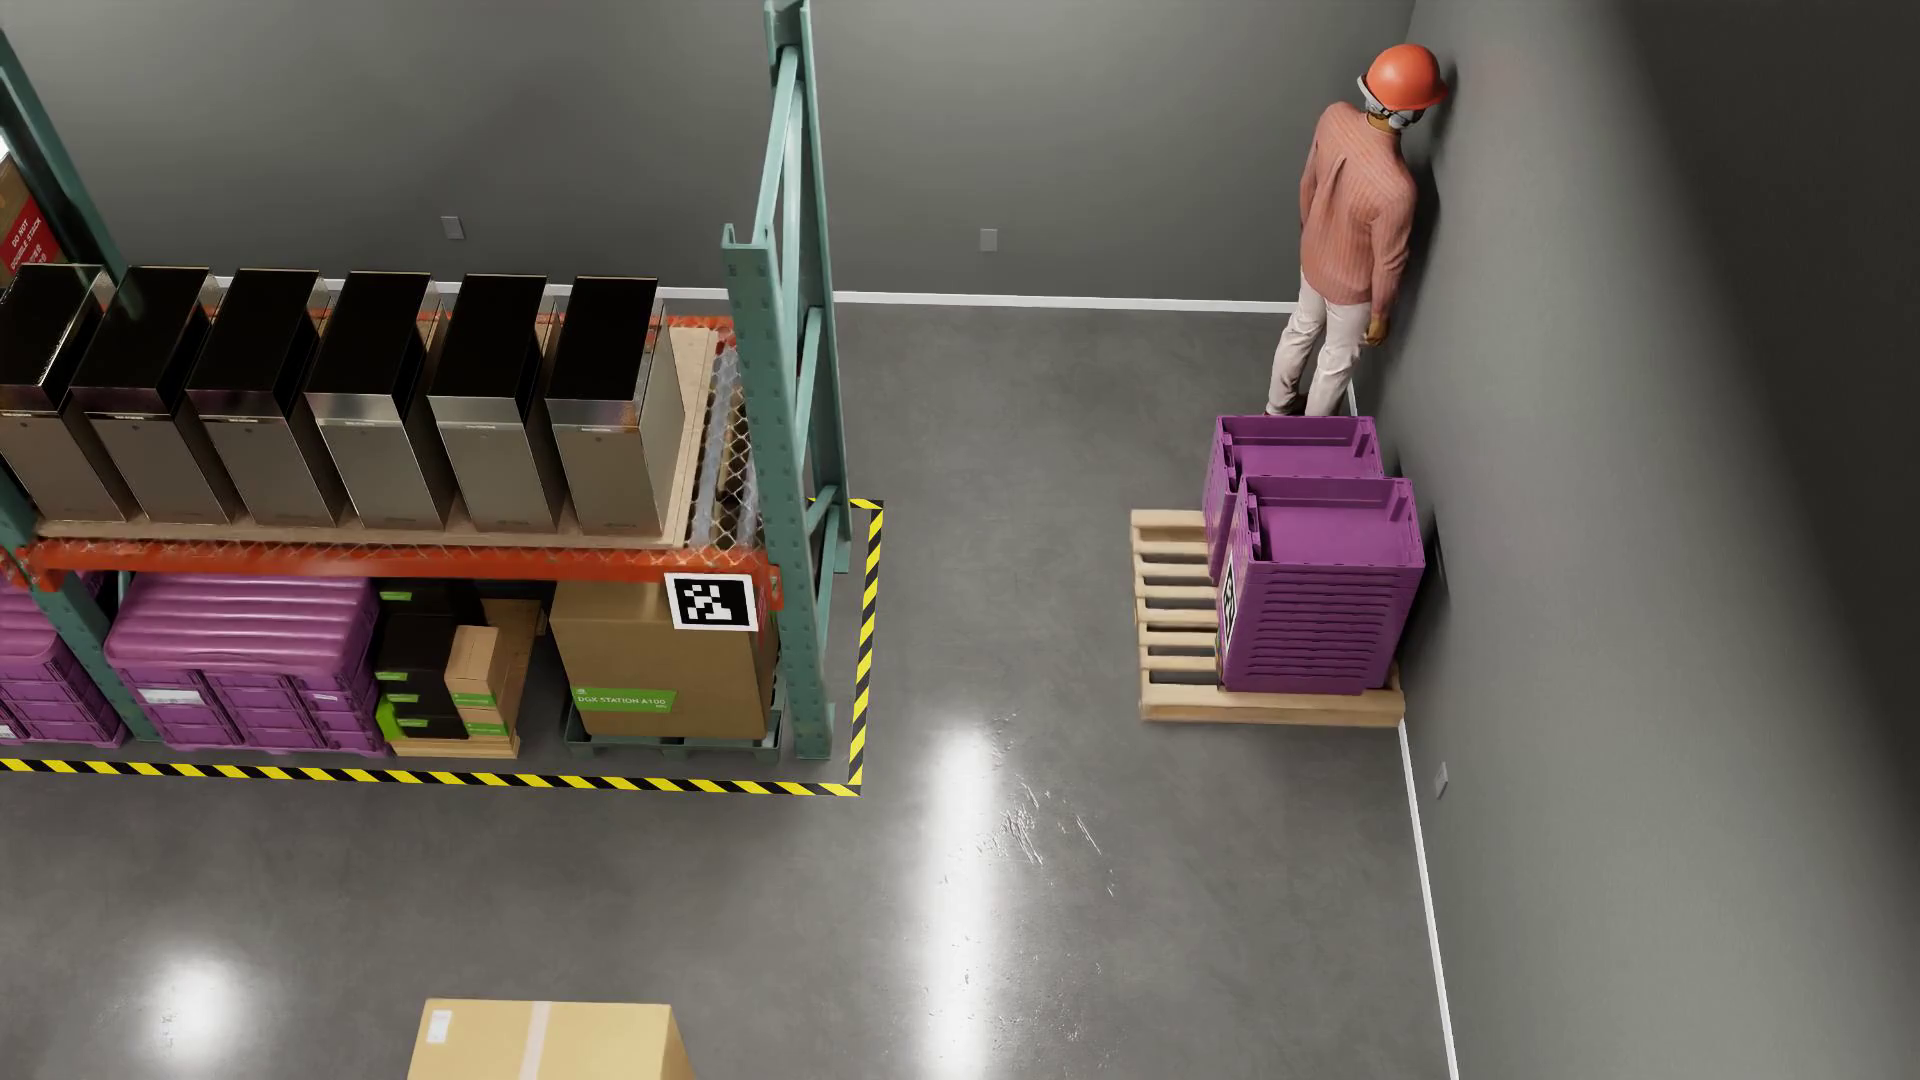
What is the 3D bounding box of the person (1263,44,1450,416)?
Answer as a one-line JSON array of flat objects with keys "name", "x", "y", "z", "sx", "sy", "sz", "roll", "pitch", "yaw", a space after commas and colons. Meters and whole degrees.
[{"name": "person", "x": 1.529, "y": -1.069, "z": 6.499, "sx": 0.396, "sy": 1.992, "sz": 0.619, "roll": -17, "pitch": 54, "yaw": -13}]
